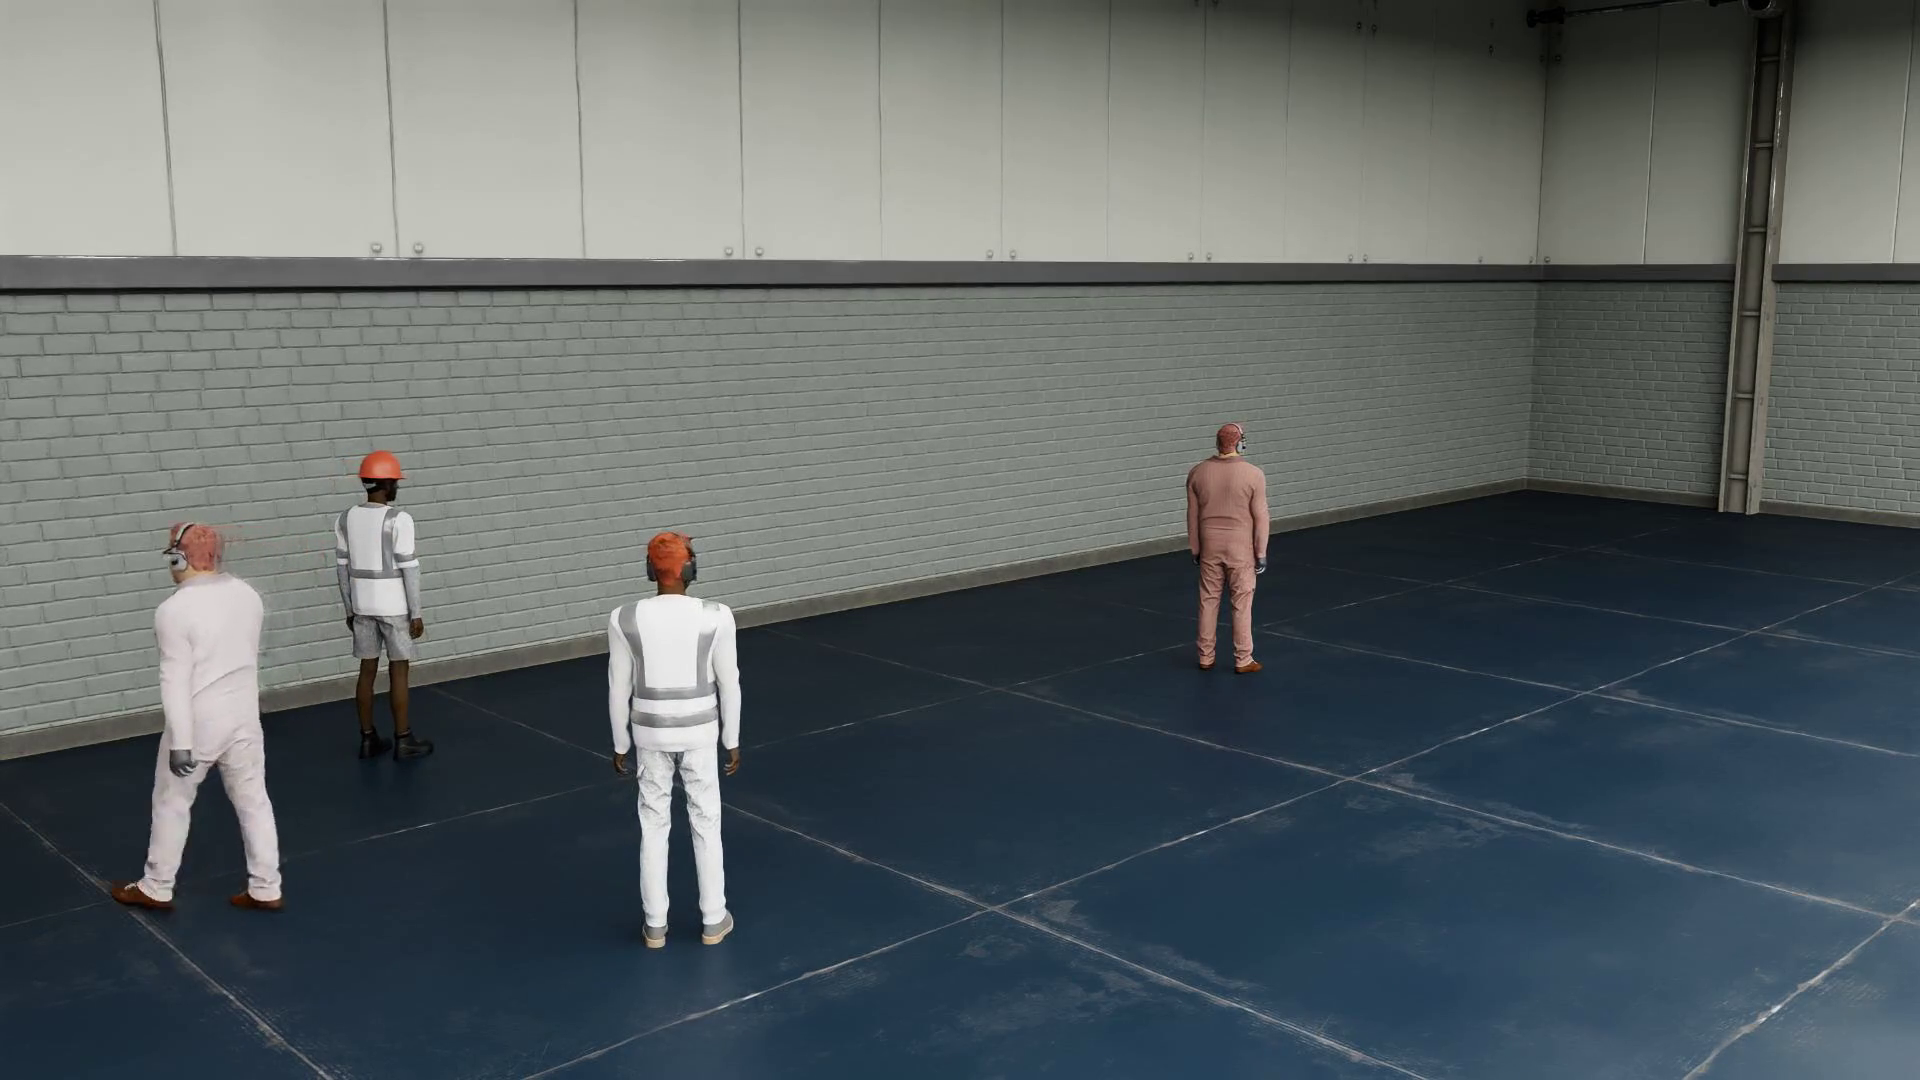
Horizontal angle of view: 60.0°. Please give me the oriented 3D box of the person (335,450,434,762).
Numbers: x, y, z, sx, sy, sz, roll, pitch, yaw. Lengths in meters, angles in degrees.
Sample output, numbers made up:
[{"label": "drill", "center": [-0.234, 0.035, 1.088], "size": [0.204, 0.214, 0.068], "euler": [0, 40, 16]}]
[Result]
[{"label": "person", "center": [-3.581, 0.408, 10.363], "size": [0.551, 1.933, 0.376], "euler": [3, 10, 17]}]

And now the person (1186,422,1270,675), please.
[{"label": "person", "center": [2.038, 0.064, 12.591], "size": [0.641, 1.908, 0.407], "euler": [5, 11, 30]}]

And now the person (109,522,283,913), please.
[{"label": "person", "center": [-3.632, 0.846, 7.842], "size": [0.897, 1.870, 0.670], "euler": [3, 10, 18]}]

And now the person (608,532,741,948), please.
[{"label": "person", "center": [-1.276, 0.898, 7.482], "size": [0.579, 1.881, 0.342], "euler": [-1, 9, -4]}]
